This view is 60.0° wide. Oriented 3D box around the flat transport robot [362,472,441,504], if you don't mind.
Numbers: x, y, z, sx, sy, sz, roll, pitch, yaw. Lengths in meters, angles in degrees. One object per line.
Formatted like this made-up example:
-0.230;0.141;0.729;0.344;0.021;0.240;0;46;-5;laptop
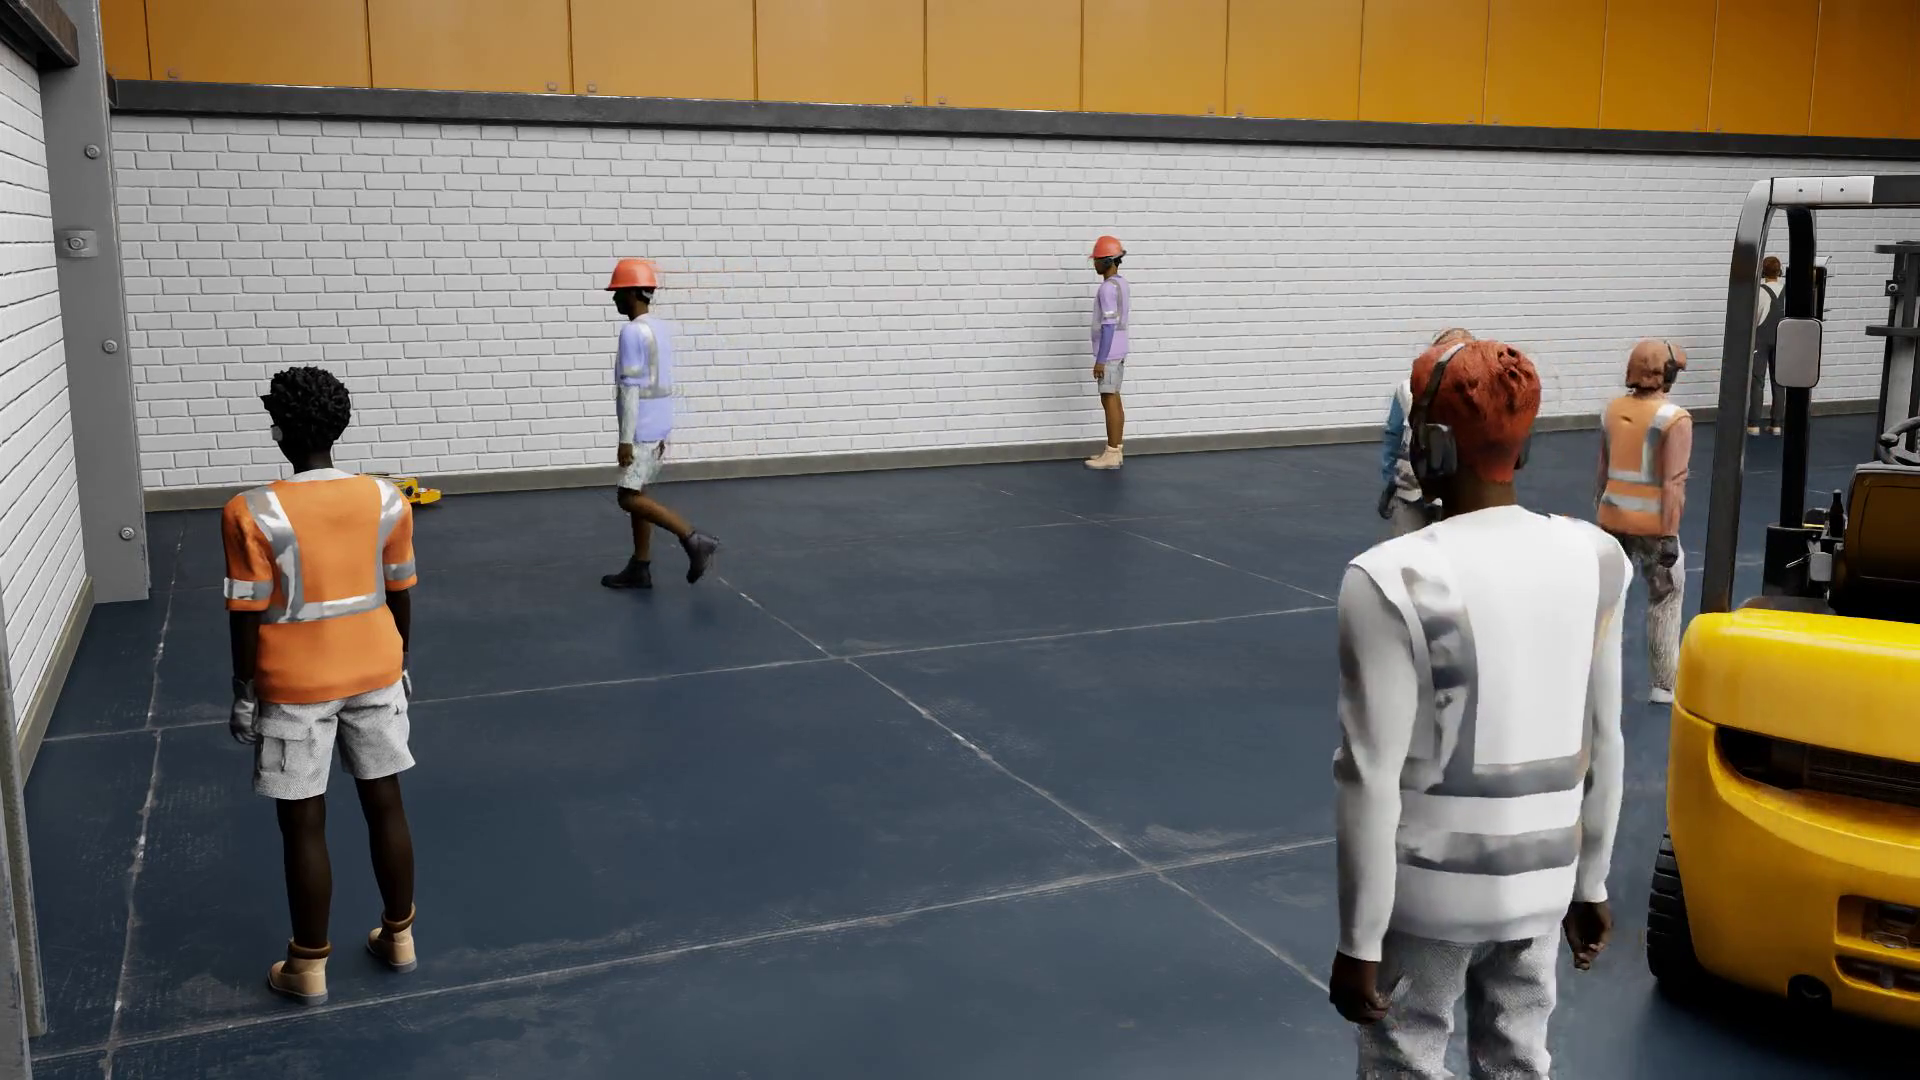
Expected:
-4.563;-0.309;12.185;0.652;0.197;1.431;5;11;25;flat transport robot

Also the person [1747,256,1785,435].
8.307;-1.991;17.129;0.505;1.840;0.346;-1;10;-3;person

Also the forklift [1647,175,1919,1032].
2.810;0.094;4.662;1.214;2.155;2.313;7;12;34;forklift

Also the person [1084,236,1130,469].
1.296;-1.644;14.651;0.369;2.045;0.608;3;11;16;person

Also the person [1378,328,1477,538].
2.203;-0.177;7.764;0.618;1.612;0.324;9;13;39;person

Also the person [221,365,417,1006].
-1.693;0.384;4.456;0.319;1.691;0.535;9;13;39;person

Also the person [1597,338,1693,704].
2.857;-0.060;7.127;0.763;1.609;0.529;-4;11;-20;person

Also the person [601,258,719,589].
-1.744;-0.640;9.470;0.652;1.916;0.554;1;10;6;person

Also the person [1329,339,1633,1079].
0.901;0.608;2.743;0.585;1.867;0.721;-5;11;-24;person
